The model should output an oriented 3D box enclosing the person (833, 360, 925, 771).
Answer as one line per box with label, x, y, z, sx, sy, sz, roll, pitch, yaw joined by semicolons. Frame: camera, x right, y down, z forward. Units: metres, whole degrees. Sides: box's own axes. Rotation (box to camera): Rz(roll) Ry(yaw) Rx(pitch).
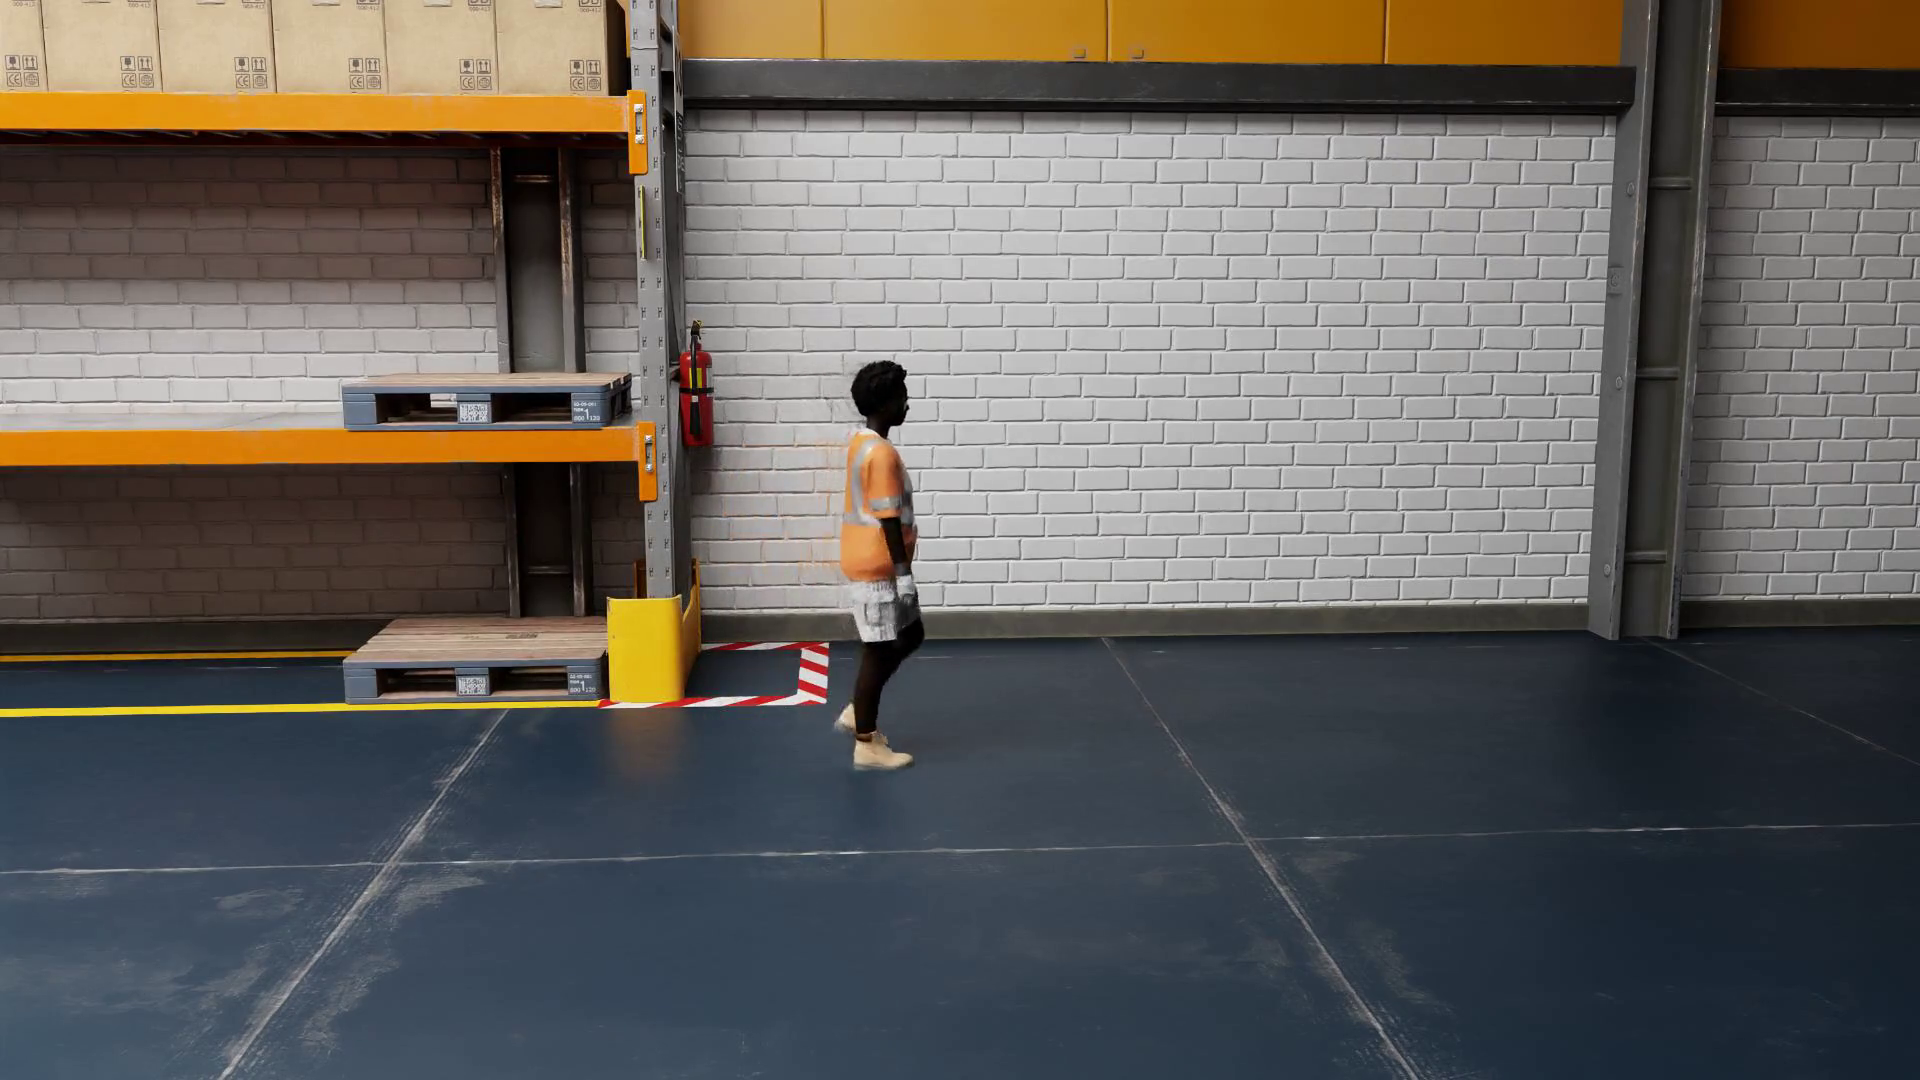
person;-0.304;0.118;6.743;0.370;1.684;0.539;-1;9;-4
